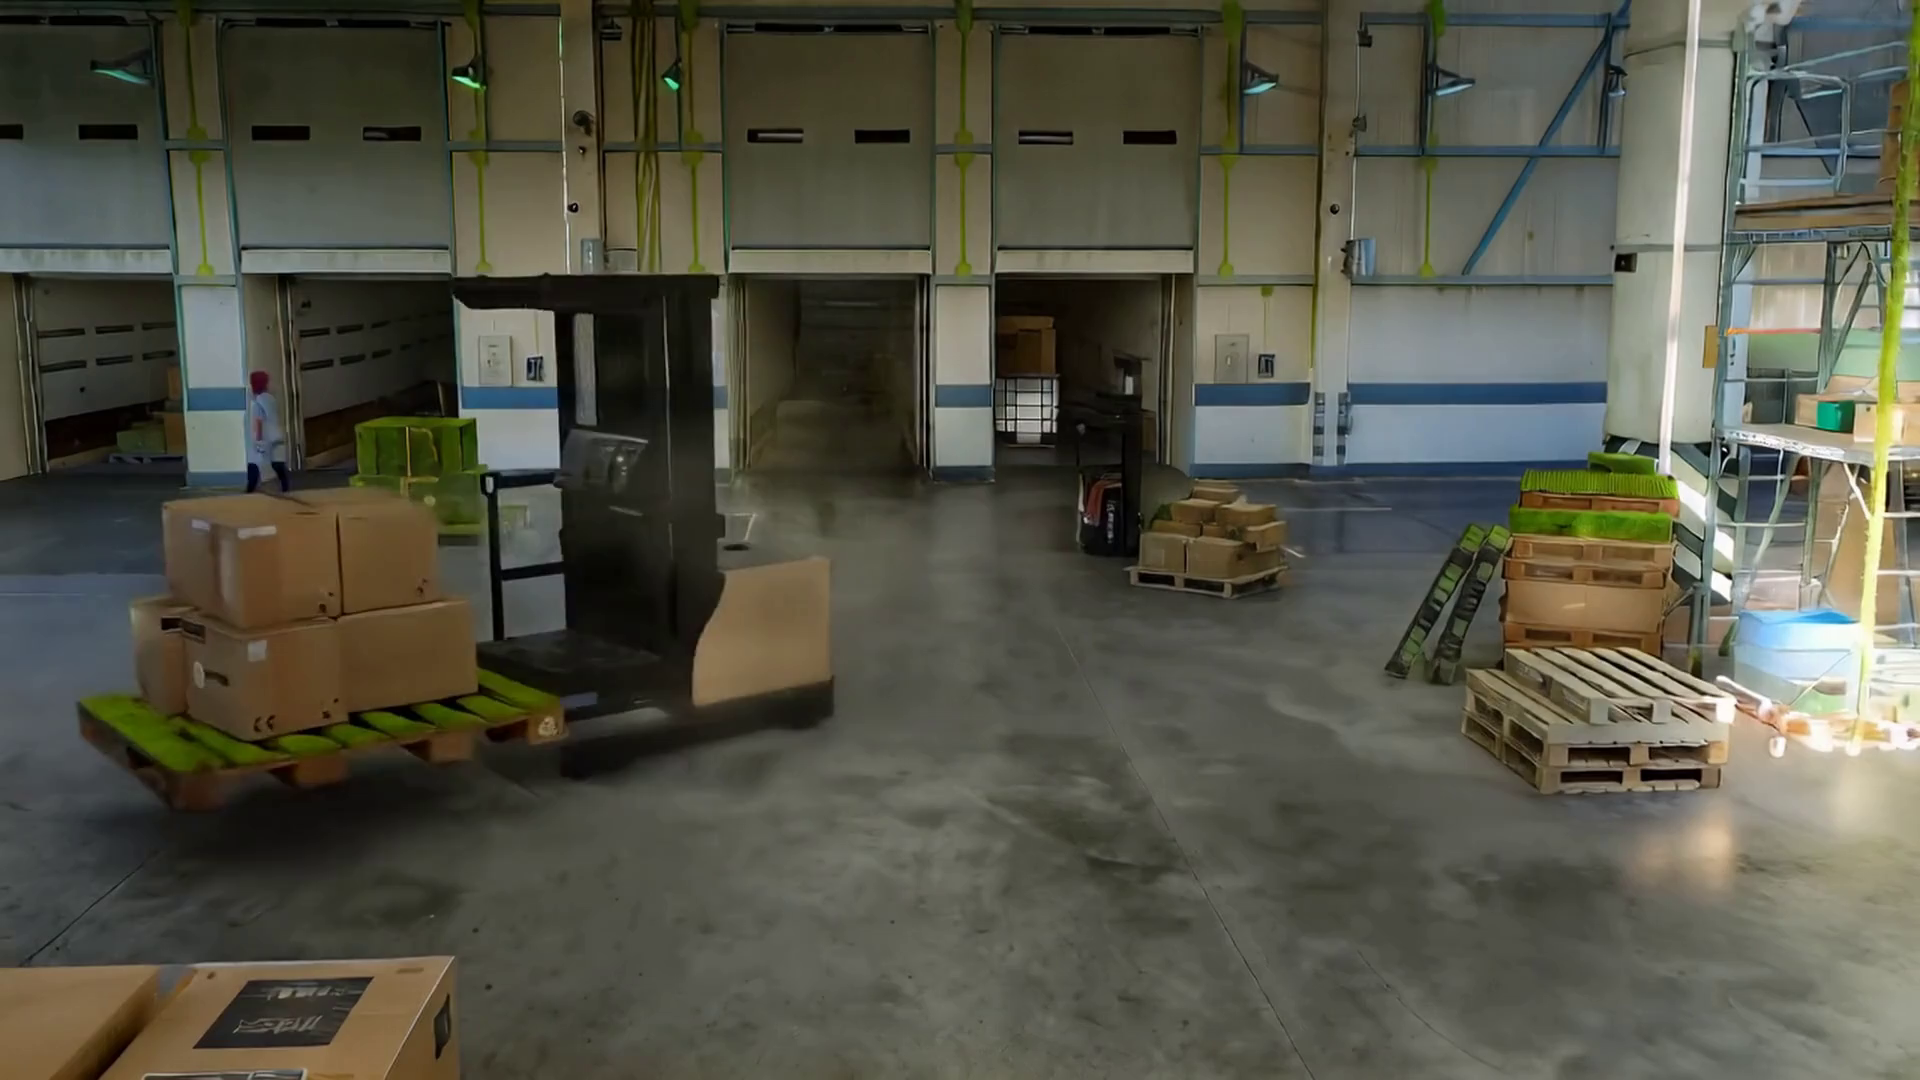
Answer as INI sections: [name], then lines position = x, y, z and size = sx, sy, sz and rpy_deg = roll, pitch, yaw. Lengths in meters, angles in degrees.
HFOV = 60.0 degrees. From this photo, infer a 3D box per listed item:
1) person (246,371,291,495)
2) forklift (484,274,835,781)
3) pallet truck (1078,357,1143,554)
[person]
position = -8.427, -1.189, 20.009
size = 0.787, 1.662, 0.550
rpy_deg = 1, 9, 6
[forklift]
position = -1.788, -0.194, 9.965
size = 1.873, 2.768, 1.129
rpy_deg = -8, 12, -41
[pallet truck]
position = 2.088, -0.836, 16.757
size = 1.885, 1.965, 0.823
rpy_deg = 2, 9, 13
